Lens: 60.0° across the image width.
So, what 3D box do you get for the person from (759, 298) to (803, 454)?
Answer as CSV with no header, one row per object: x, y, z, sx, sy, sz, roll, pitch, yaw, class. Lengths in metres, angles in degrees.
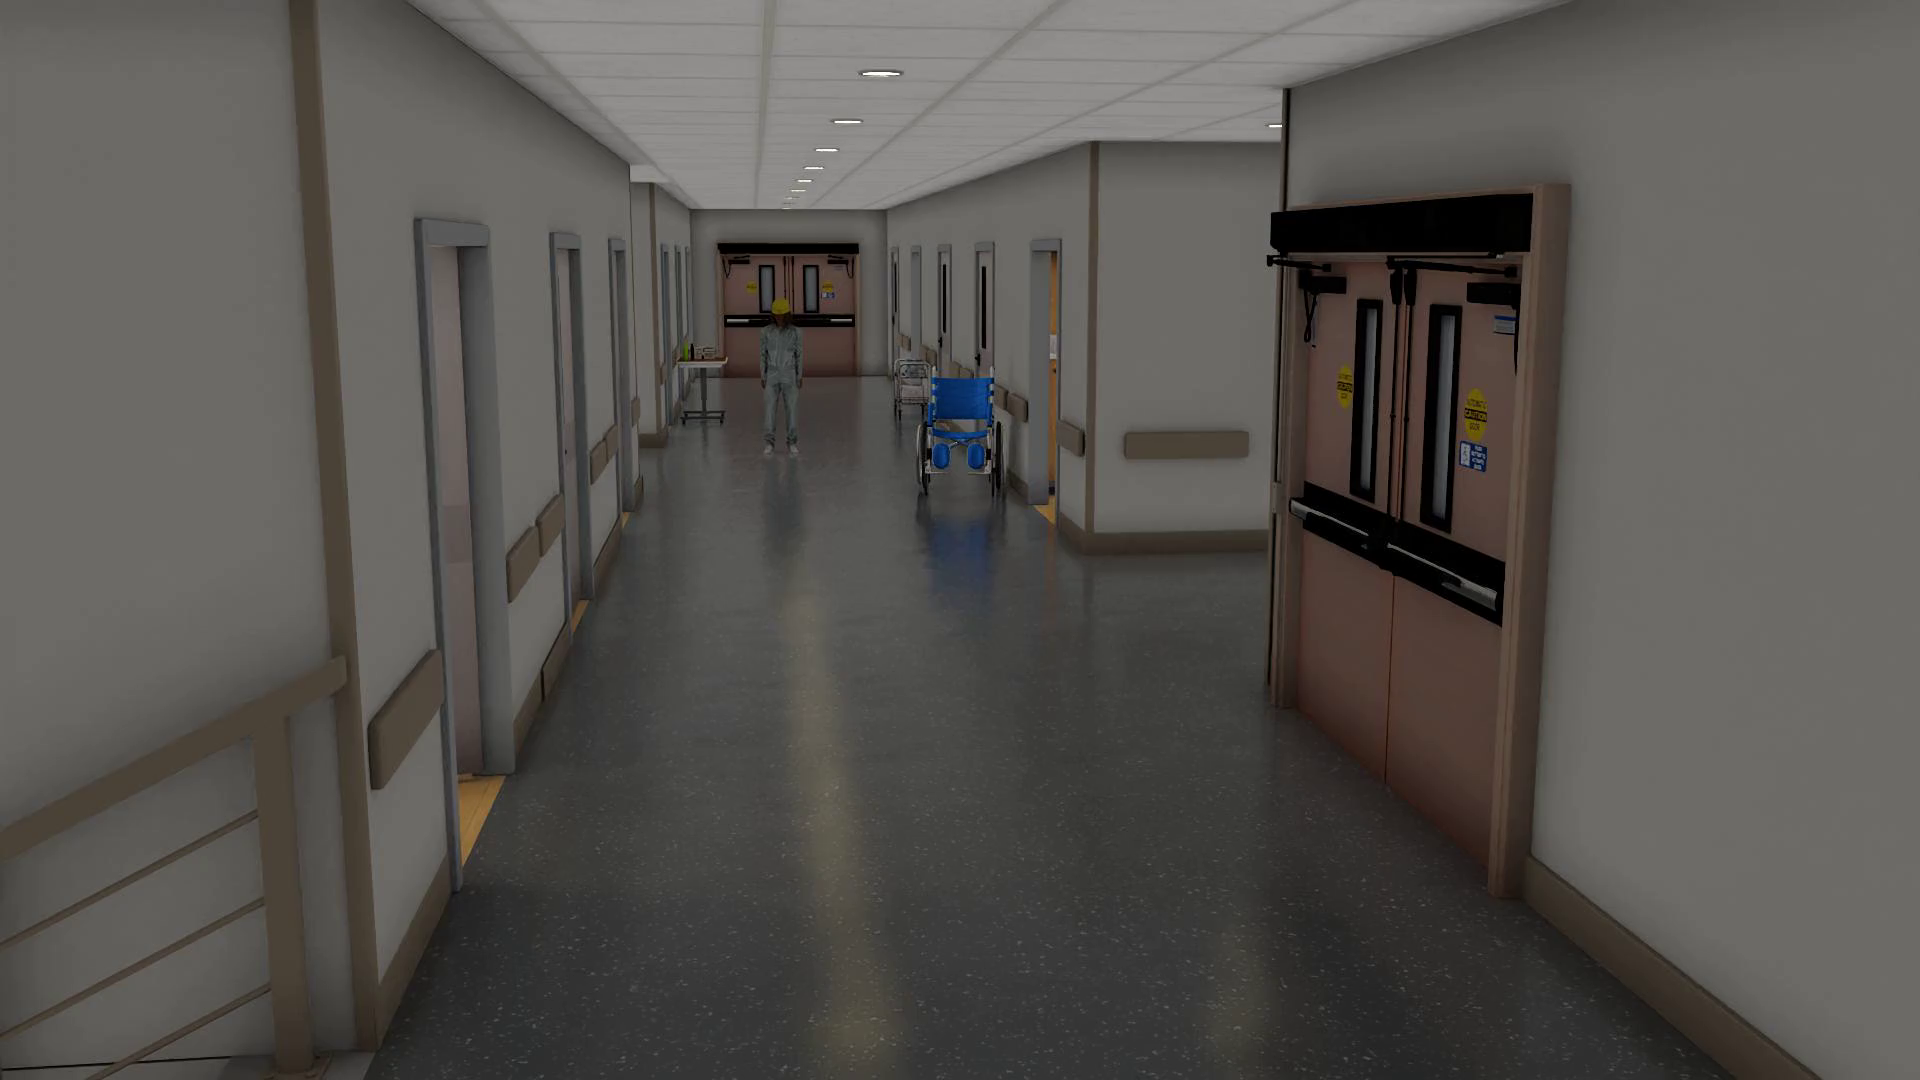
-1.982,-1.812,18.473,0.484,1.735,0.311,-1,10,-6,person
